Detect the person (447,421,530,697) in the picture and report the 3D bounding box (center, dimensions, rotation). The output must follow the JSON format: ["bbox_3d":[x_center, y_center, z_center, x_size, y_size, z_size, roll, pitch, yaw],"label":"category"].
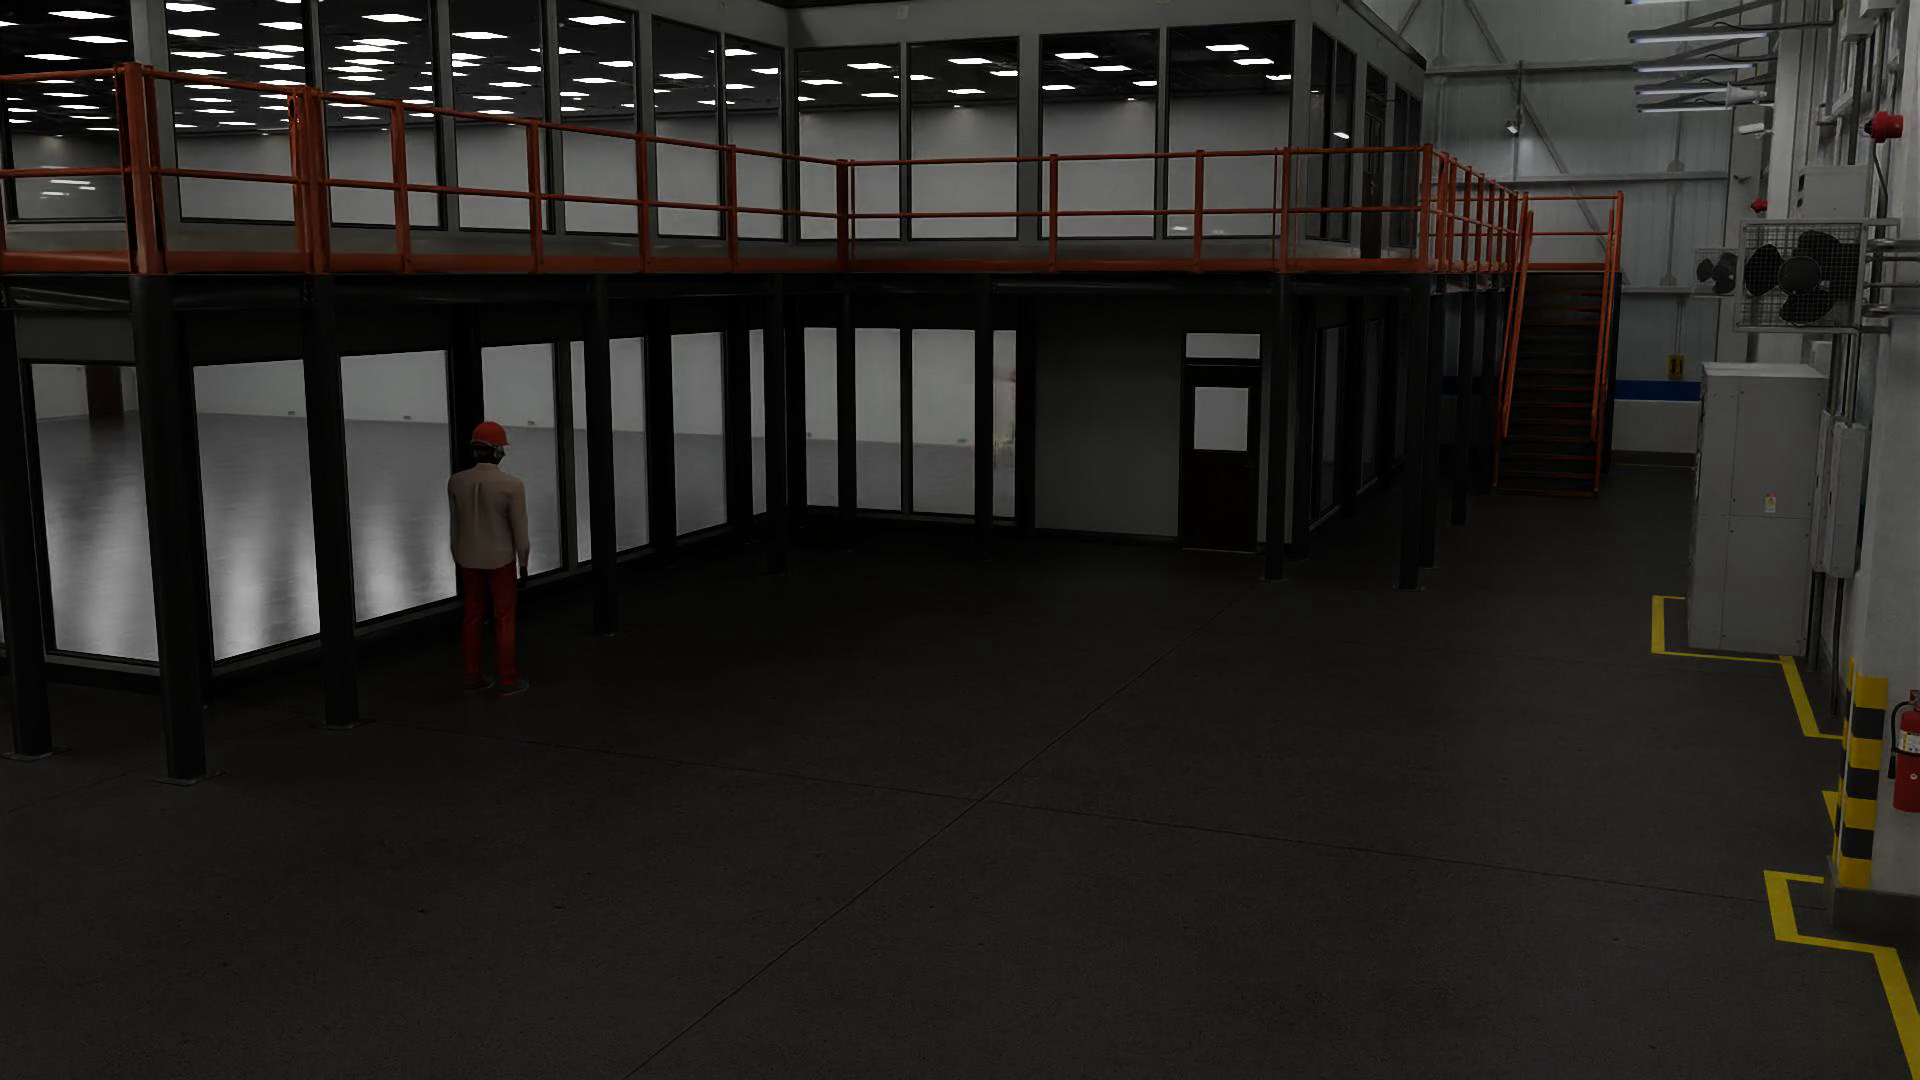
[{"bbox_3d":[-3.373,0.140,11.977,0.608,1.987,0.400,2,9,11],"label":"person"}]
